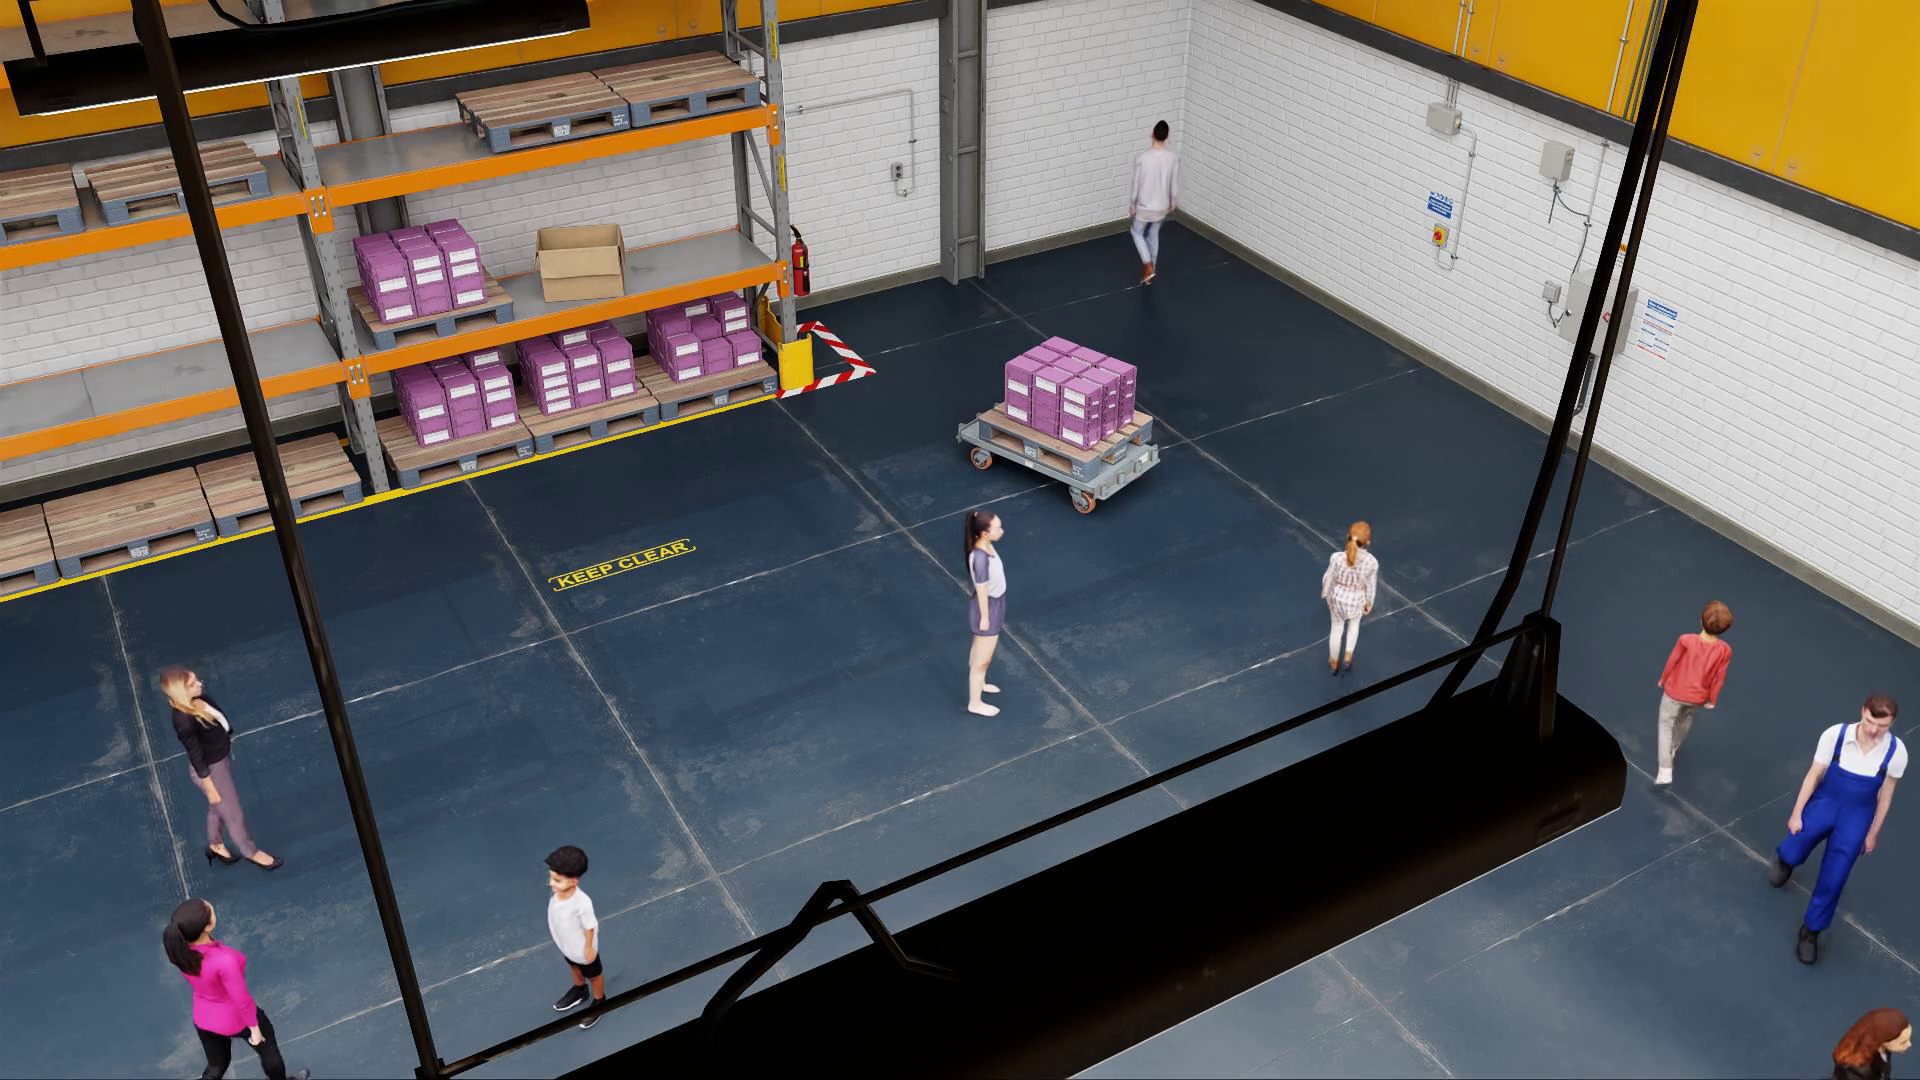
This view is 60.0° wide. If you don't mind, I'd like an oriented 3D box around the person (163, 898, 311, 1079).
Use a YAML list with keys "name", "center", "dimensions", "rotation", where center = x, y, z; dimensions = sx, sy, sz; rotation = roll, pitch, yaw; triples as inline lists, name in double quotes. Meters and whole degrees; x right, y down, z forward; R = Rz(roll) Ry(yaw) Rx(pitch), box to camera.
- name: "person"
  center: [-3.893, 2.554, 8.680]
  dimensions: [1.003, 1.676, 1.067]
  rotation: [9, 35, 14]

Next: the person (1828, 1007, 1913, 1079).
- name: "person"
  center: [4.404, 2.839, 8.463]
  dimensions: [0.883, 1.441, 0.971]
  rotation: [20, 39, 28]

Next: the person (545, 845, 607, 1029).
- name: "person"
  center: [-2.197, 2.242, 9.523]
  dimensions: [0.557, 1.262, 0.589]
  rotation: [24, 41, 32]

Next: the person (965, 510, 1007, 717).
- name: "person"
  center: [0.162, 0.494, 11.804]
  dimensions: [0.679, 1.650, 0.671]
  rotation: [1, 34, 1]

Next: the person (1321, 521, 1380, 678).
- name: "person"
  center: [2.835, 0.471, 12.152]
  dimensions: [0.613, 1.302, 0.686]
  rotation: [5, 34, 8]

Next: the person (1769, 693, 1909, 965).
- name: "person"
  center: [5.251, 1.607, 9.962]
  dimensions: [0.987, 1.835, 1.128]
  rotation: [15, 36, 21]

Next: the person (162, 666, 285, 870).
- name: "person"
  center: [-4.674, 1.446, 10.358]
  dimensions: [0.733, 1.664, 0.676]
  rotation: [-13, 36, -19]

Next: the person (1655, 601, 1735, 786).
- name: "person"
  center: [4.900, 1.045, 11.198]
  dimensions: [0.886, 1.402, 0.925]
  rotation: [7, 34, 10]

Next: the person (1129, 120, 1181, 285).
- name: "person"
  center: [2.068, -3.542, 17.721]
  dimensions: [0.800, 1.820, 0.869]
  rotation: [-6, 34, -10]
